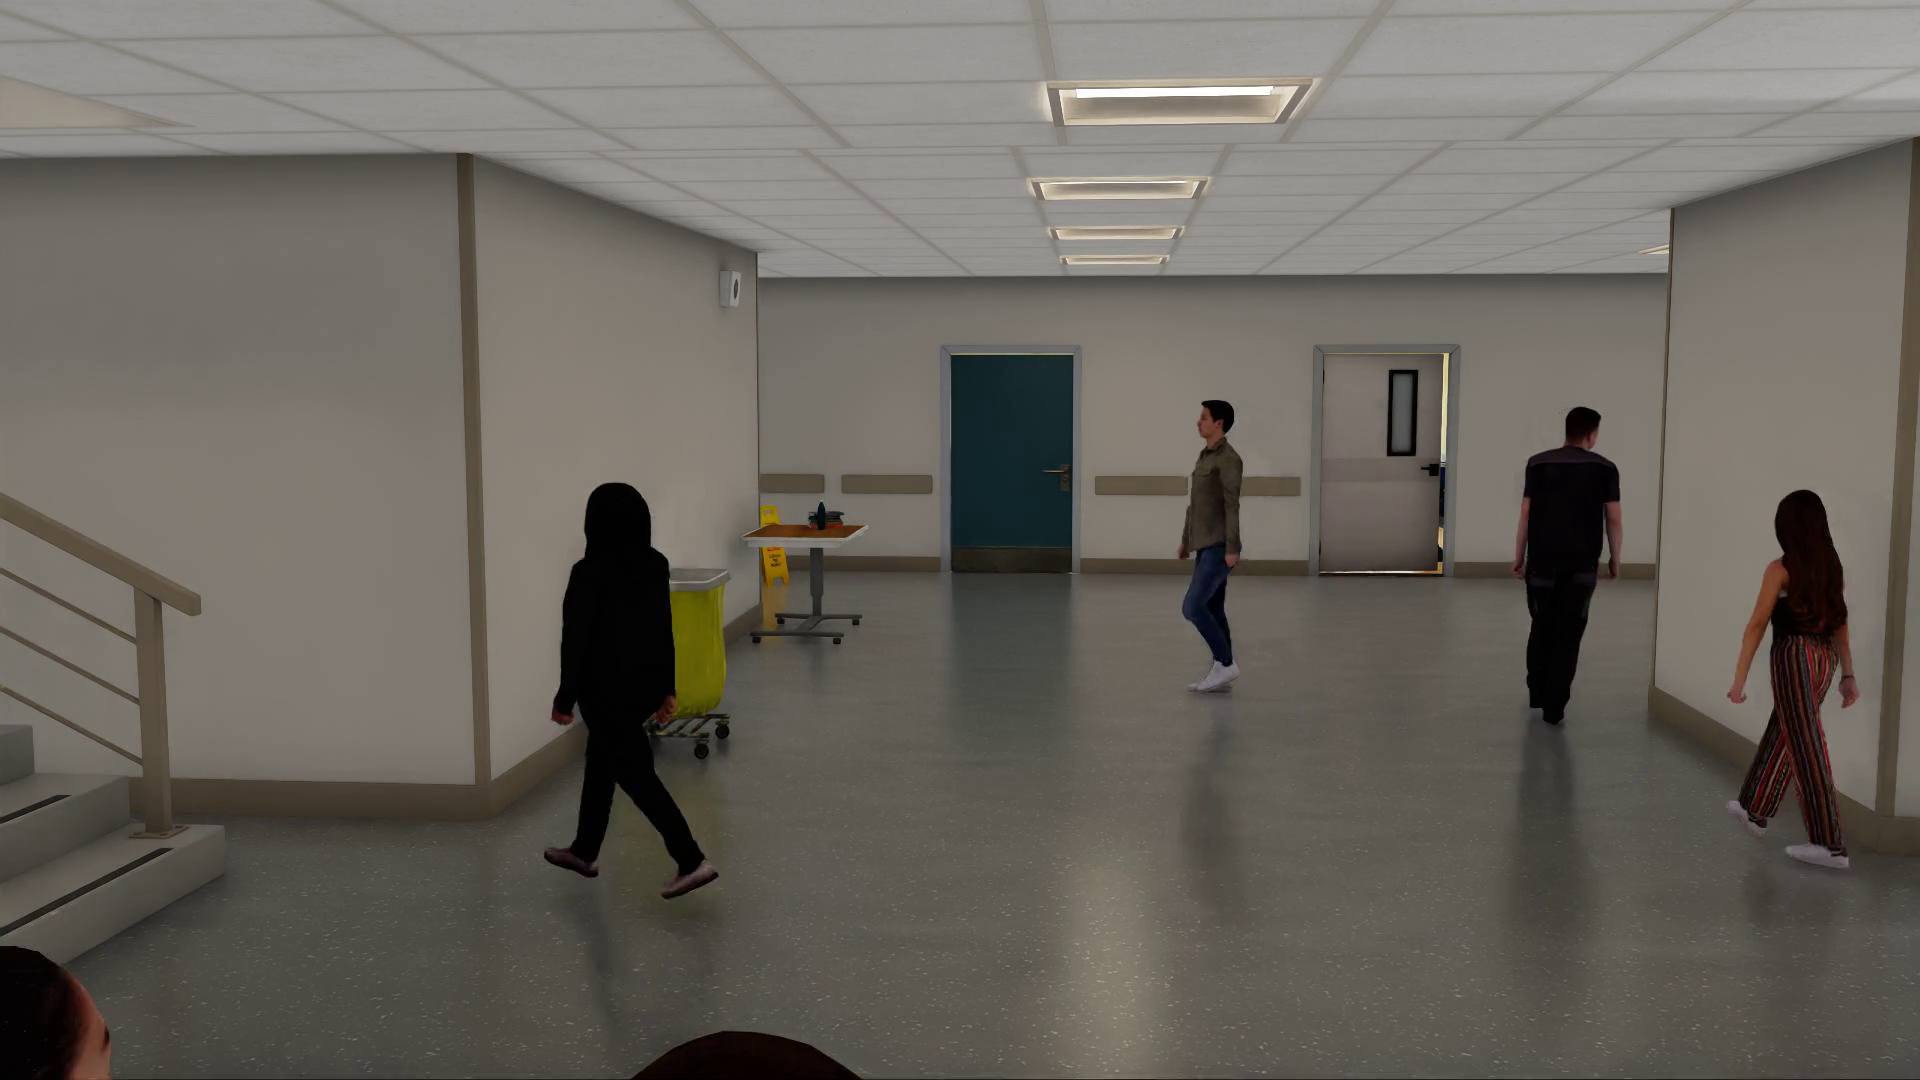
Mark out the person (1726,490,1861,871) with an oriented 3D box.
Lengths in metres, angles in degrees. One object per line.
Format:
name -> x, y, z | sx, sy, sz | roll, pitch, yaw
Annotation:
person -> 3.543, 0.582, 6.873 | 1.013, 1.522, 0.945 | -2, 6, -21

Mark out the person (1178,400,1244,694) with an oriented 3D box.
person -> 1.686, 0.054, 10.469 | 0.698, 1.852, 0.754 | -1, 6, -7

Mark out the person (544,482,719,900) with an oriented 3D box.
person -> -1.229, 0.606, 6.345 | 1.216, 1.578, 0.902 | 3, 6, 25

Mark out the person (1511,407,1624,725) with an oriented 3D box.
person -> 3.468, 0.159, 9.580 | 0.884, 1.822, 0.957 | 3, 6, 25
